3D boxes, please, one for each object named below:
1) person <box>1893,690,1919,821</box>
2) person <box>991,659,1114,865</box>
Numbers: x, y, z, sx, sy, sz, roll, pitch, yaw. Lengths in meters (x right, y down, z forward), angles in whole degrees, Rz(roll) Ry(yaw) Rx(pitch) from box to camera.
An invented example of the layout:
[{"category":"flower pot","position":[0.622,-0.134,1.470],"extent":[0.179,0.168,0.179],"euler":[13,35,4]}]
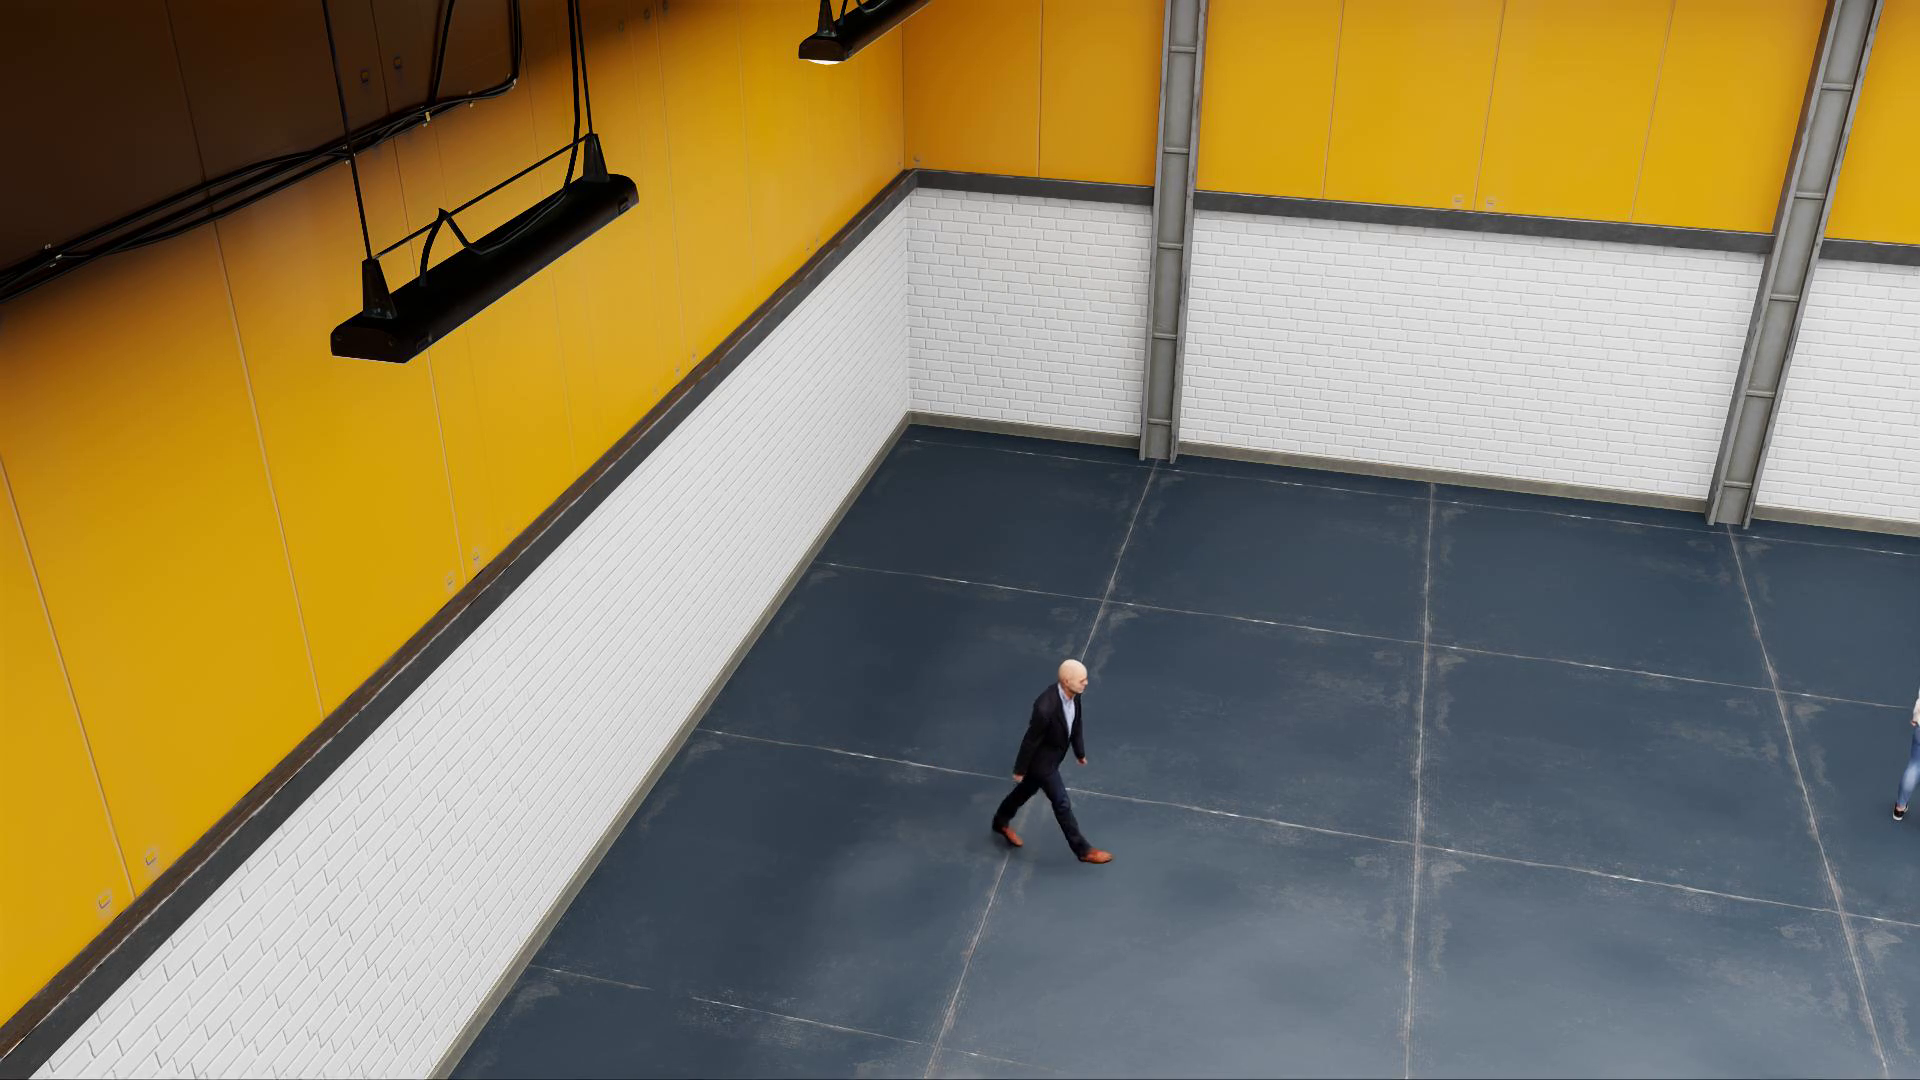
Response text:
[{"category":"person","position":[7.471,1.448,12.642],"extent":[0.764,1.692,0.664],"euler":[-23,36,-36]},{"category":"person","position":[0.549,1.620,12.291],"extent":[1.301,1.728,0.875],"euler":[17,33,28]}]
